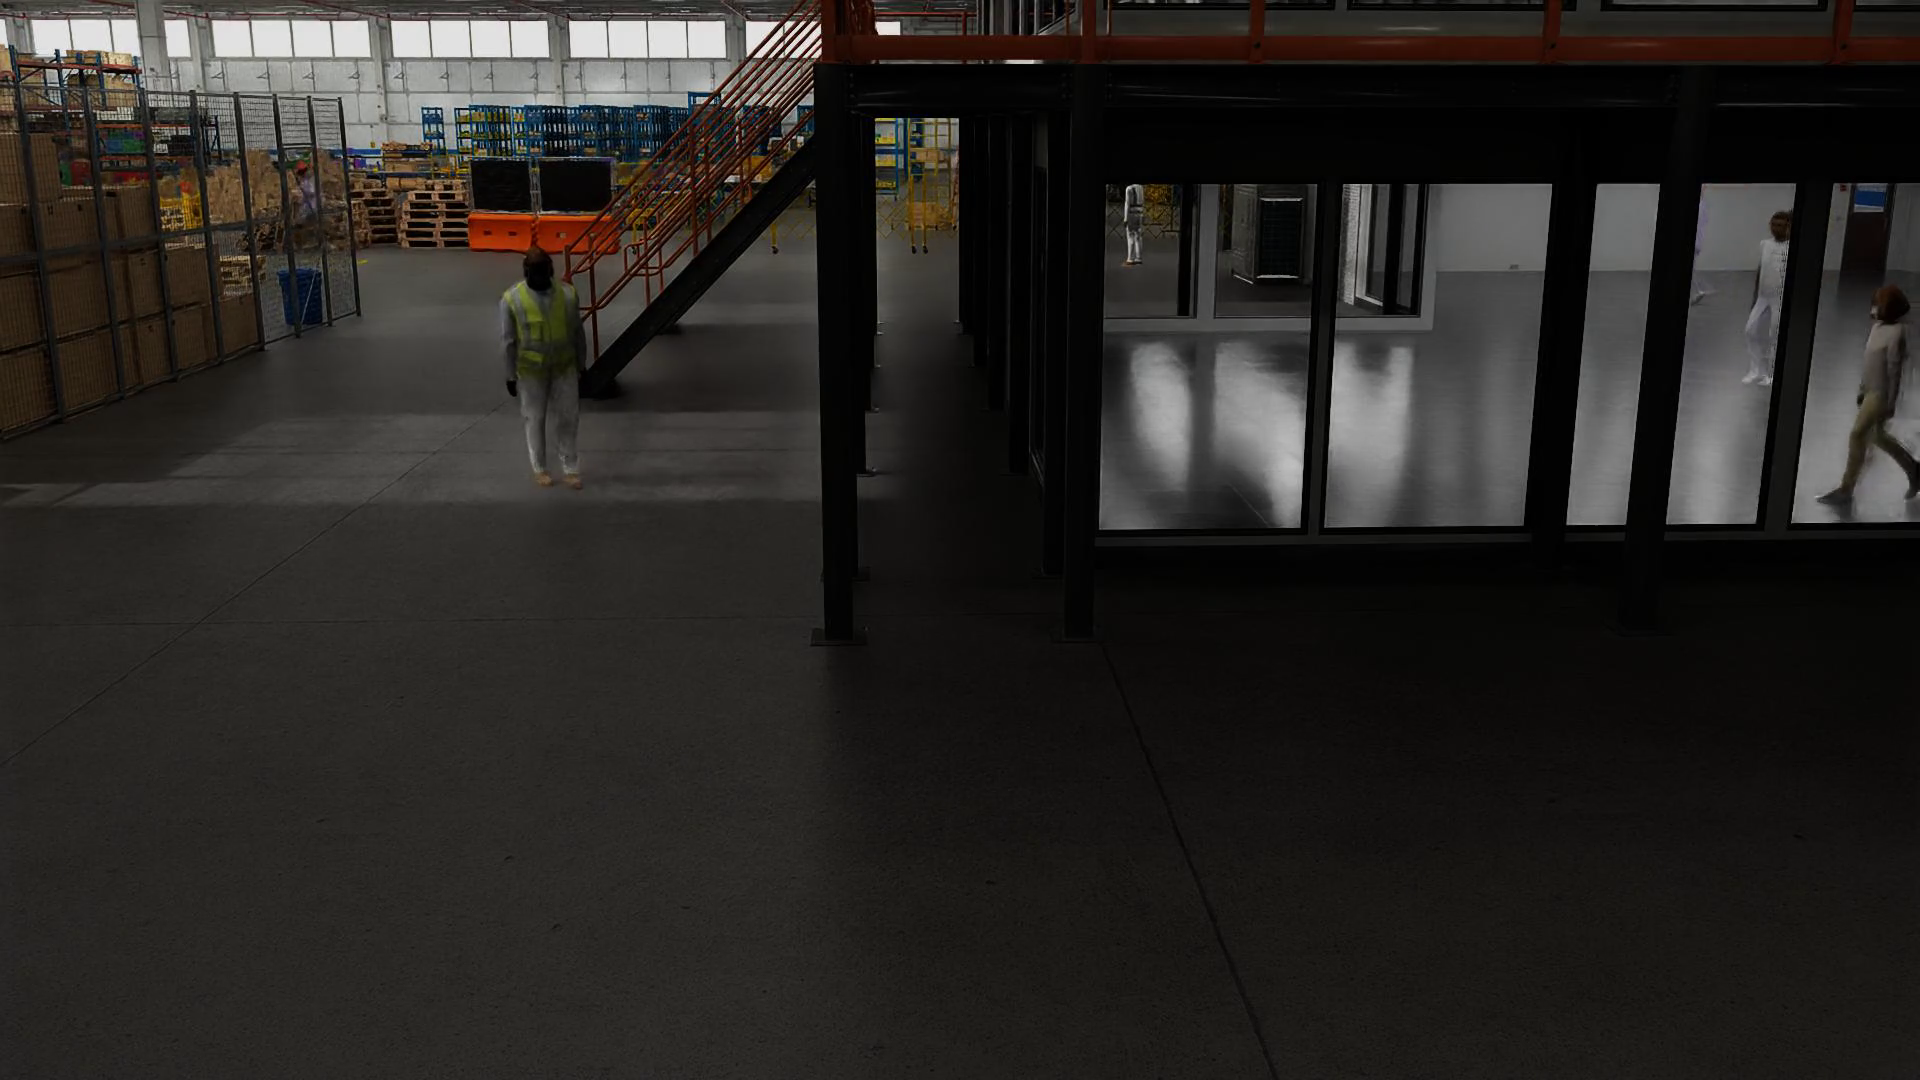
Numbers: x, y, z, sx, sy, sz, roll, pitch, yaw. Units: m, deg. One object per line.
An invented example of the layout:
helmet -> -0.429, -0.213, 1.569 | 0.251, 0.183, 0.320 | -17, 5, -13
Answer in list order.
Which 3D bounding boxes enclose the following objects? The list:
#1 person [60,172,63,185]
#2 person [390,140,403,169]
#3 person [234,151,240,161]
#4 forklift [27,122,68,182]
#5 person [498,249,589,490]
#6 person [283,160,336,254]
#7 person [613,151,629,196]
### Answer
person -> -17.762, -6.377, 32.869 | 0.317, 1.870, 0.531 | -13, 19, -43
person -> -27.666, -18.636, 81.691 | 0.636, 1.959, 0.738 | -5, 15, -20
person -> -25.095, -12.676, 58.144 | 0.586, 1.823, 0.403 | -10, 17, -36
forklift -> -35.376, -14.773, 64.377 | 1.129, 2.768, 1.873 | -1, 14, -2
person -> -3.110, -1.268, 12.541 | 0.668, 1.825, 0.744 | -7, 16, -26
person -> -13.996, -7.130, 35.659 | 1.074, 1.994, 0.614 | 0, 14, -2
person -> -13.035, -13.994, 63.603 | 0.911, 1.722, 0.546 | -10, 17, -34
